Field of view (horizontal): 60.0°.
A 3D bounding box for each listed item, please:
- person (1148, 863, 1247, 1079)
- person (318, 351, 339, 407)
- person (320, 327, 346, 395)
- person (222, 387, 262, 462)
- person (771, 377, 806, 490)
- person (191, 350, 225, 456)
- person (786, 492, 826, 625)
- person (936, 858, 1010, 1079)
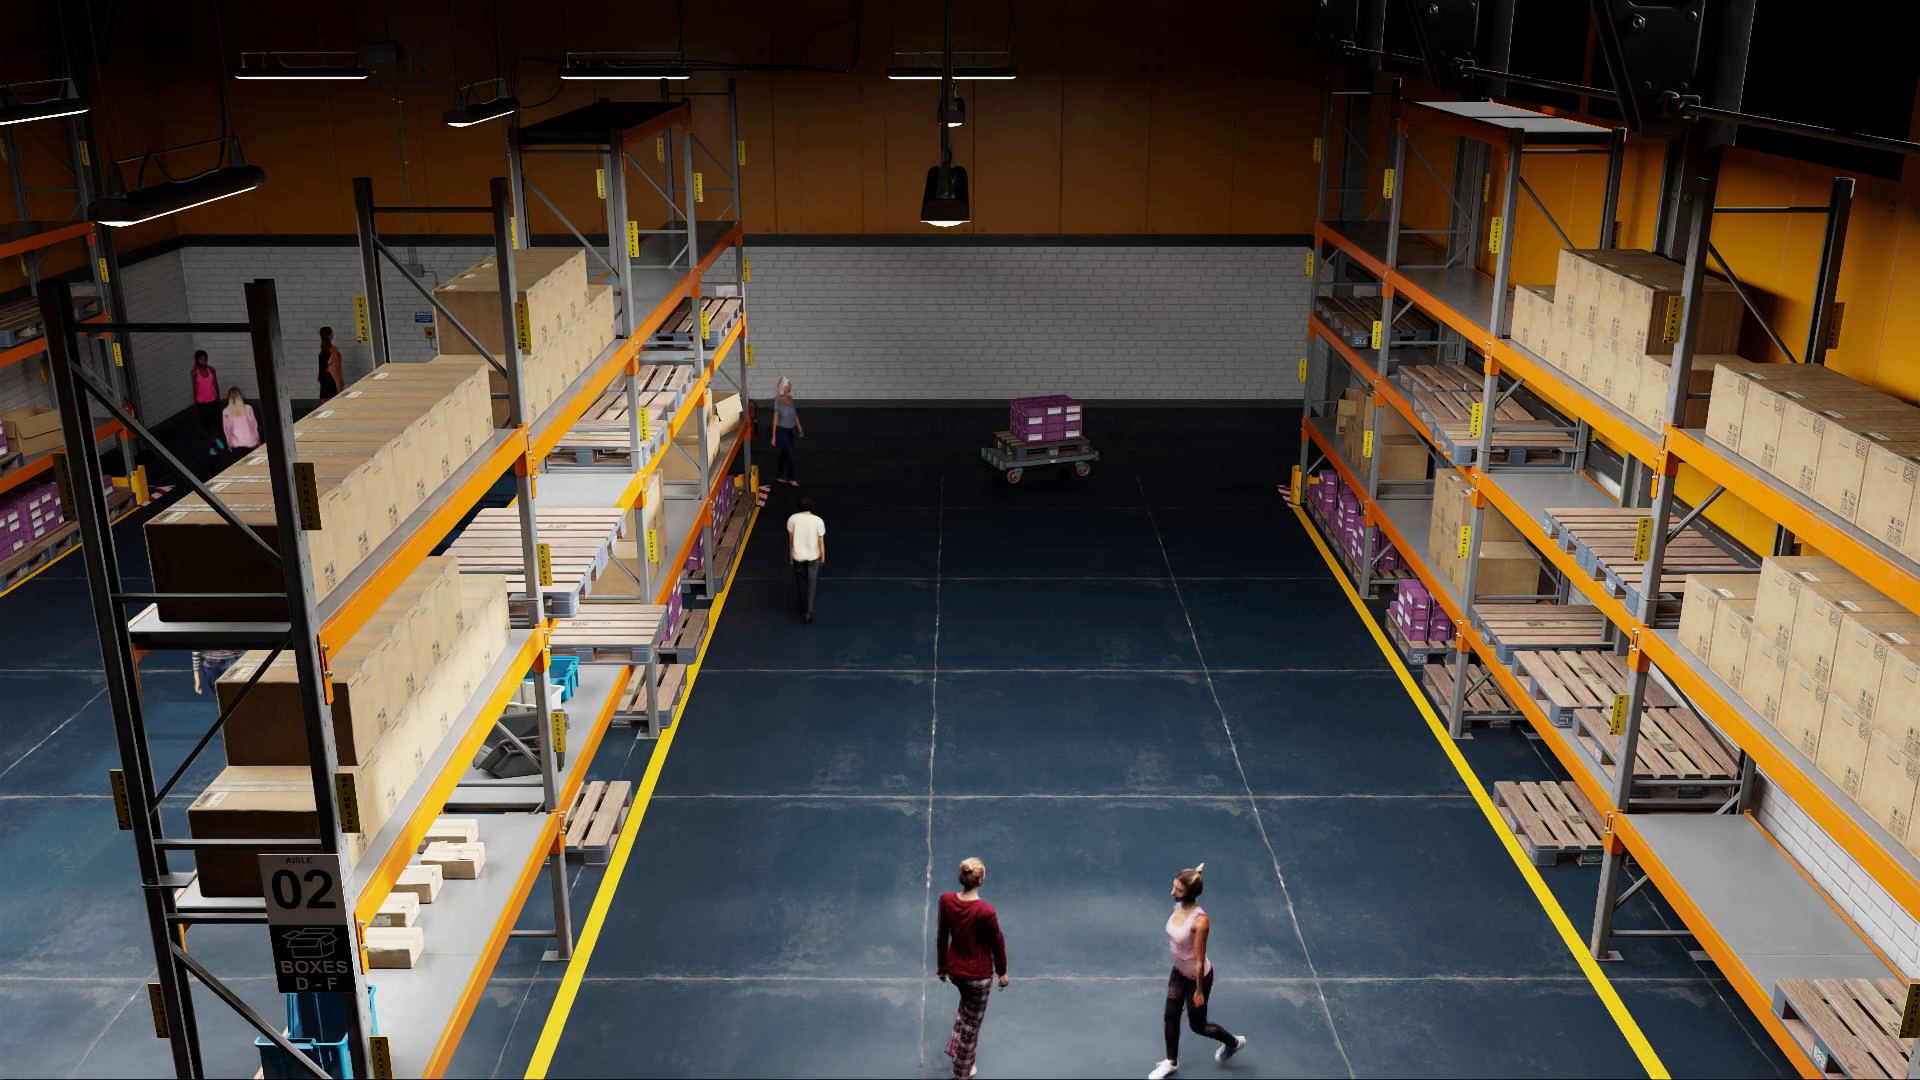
[{"bbox_3d":[1.649,2.957,11.382,0.878,1.629,0.958,-7,20,-19],"label":"person"},{"bbox_3d":[-10.020,-2.151,26.389,0.732,1.732,0.615,-10,21,-28],"label":"person"},{"bbox_3d":[-10.474,-2.655,27.731,0.666,1.831,0.697,13,23,34],"label":"person"},{"bbox_3d":[-10.423,-1.384,24.196,0.709,1.677,0.708,-7,20,-21],"label":"person"},{"bbox_3d":[-2.684,-1.597,24.797,0.957,1.698,0.878,9,21,26],"label":"person"},{"bbox_3d":[-12.062,-2.205,26.586,0.712,1.708,0.779,-12,22,-32],"label":"person"},{"bbox_3d":[-1.822,0.237,19.556,0.625,1.568,0.787,1,19,4],"label":"person"},{"bbox_3d":[0.022,2.949,11.312,0.764,1.689,0.814,14,23,35],"label":"person"}]
